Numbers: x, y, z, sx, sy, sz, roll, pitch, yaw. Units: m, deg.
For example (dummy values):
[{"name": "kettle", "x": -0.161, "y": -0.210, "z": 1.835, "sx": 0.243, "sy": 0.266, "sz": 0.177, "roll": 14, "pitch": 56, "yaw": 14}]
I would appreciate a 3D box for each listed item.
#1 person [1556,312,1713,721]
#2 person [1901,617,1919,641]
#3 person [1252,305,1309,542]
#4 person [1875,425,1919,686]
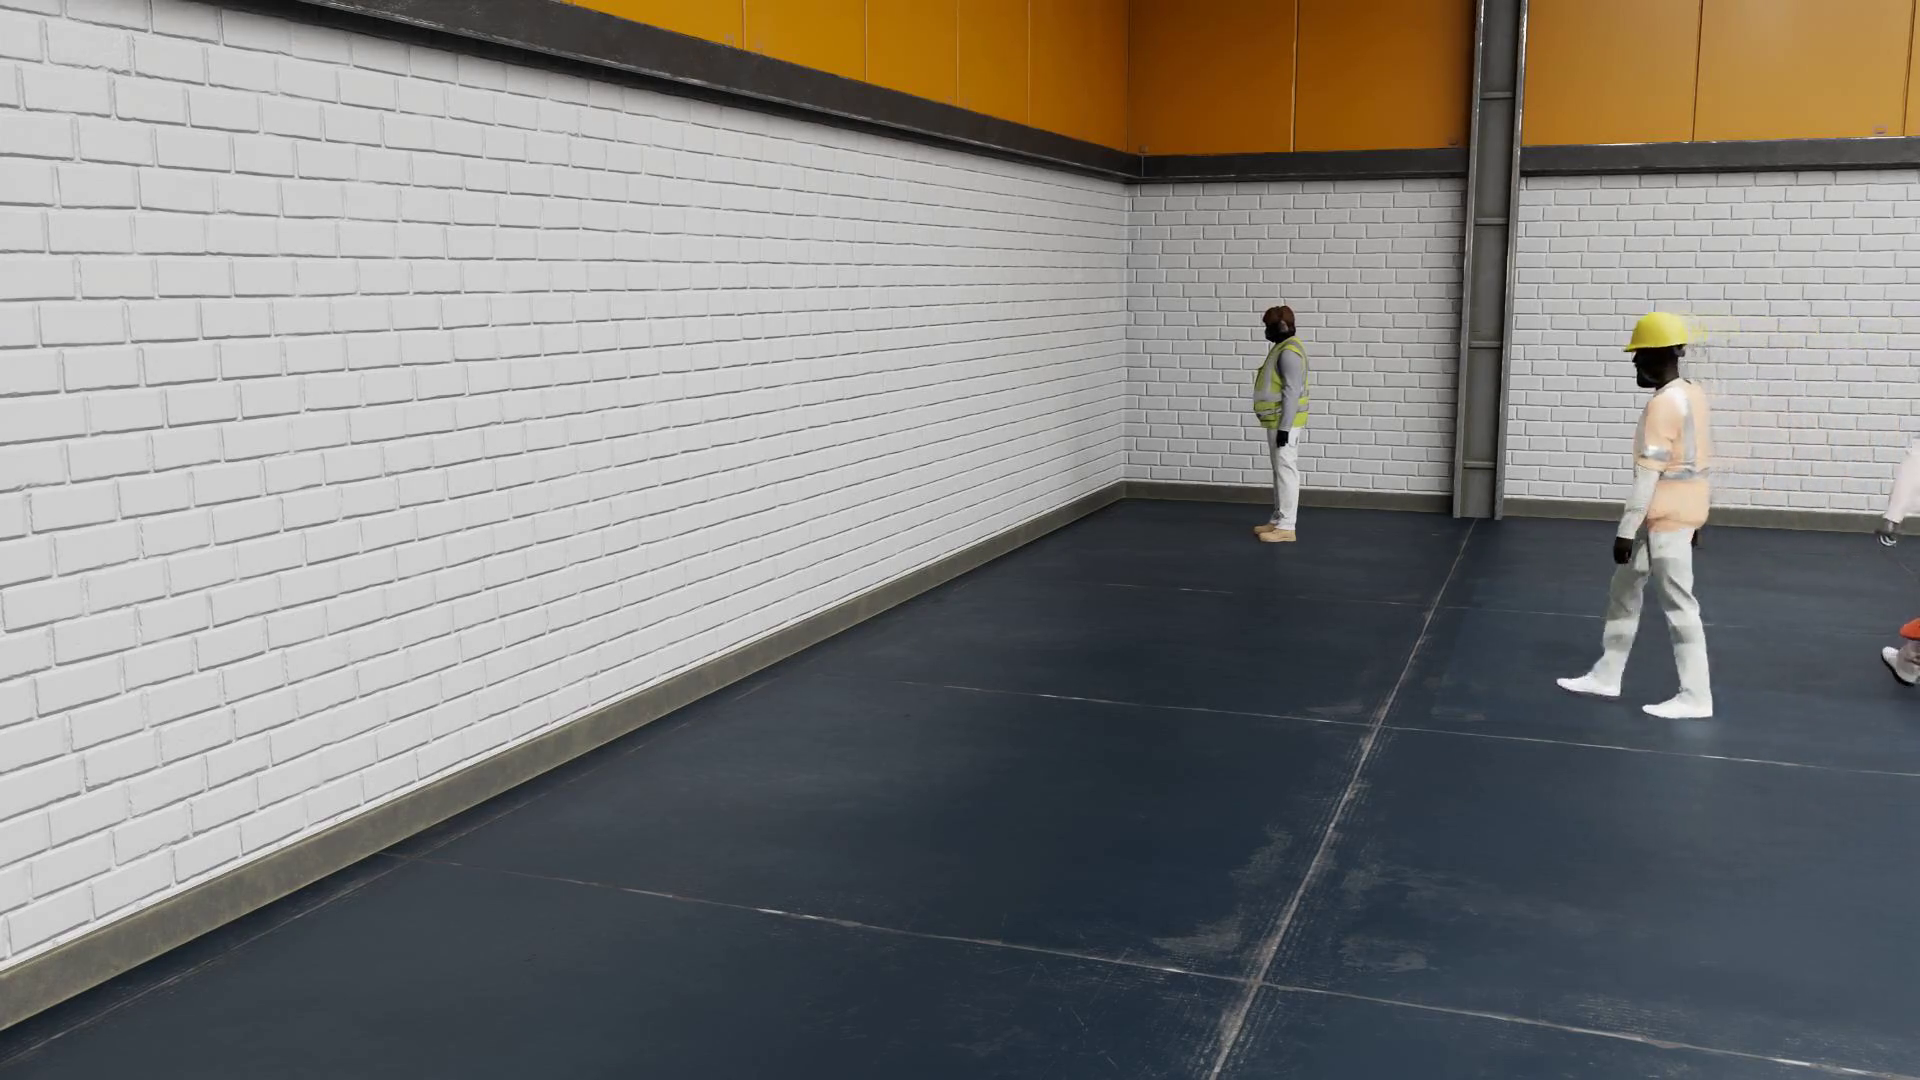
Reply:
[{"name": "person", "x": 3.196, "y": -0.115, "z": 7.833, "sx": 0.859, "sy": 1.890, "sz": 0.620, "roll": 5, "pitch": 11, "yaw": 31}, {"name": "person", "x": 1.015, "y": 0.868, "z": 1.542, "sx": 0.377, "sy": 1.932, "sz": 0.552, "roll": 7, "pitch": 12, "yaw": 38}, {"name": "person", "x": 2.496, "y": -0.904, "z": 12.978, "sx": 0.430, "sy": 1.838, "sz": 0.620, "roll": 1, "pitch": 9, "yaw": 7}, {"name": "person", "x": 4.819, "y": -0.128, "z": 8.035, "sx": 0.778, "sy": 1.842, "sz": 0.980, "roll": -2, "pitch": 9, "yaw": -14}]
